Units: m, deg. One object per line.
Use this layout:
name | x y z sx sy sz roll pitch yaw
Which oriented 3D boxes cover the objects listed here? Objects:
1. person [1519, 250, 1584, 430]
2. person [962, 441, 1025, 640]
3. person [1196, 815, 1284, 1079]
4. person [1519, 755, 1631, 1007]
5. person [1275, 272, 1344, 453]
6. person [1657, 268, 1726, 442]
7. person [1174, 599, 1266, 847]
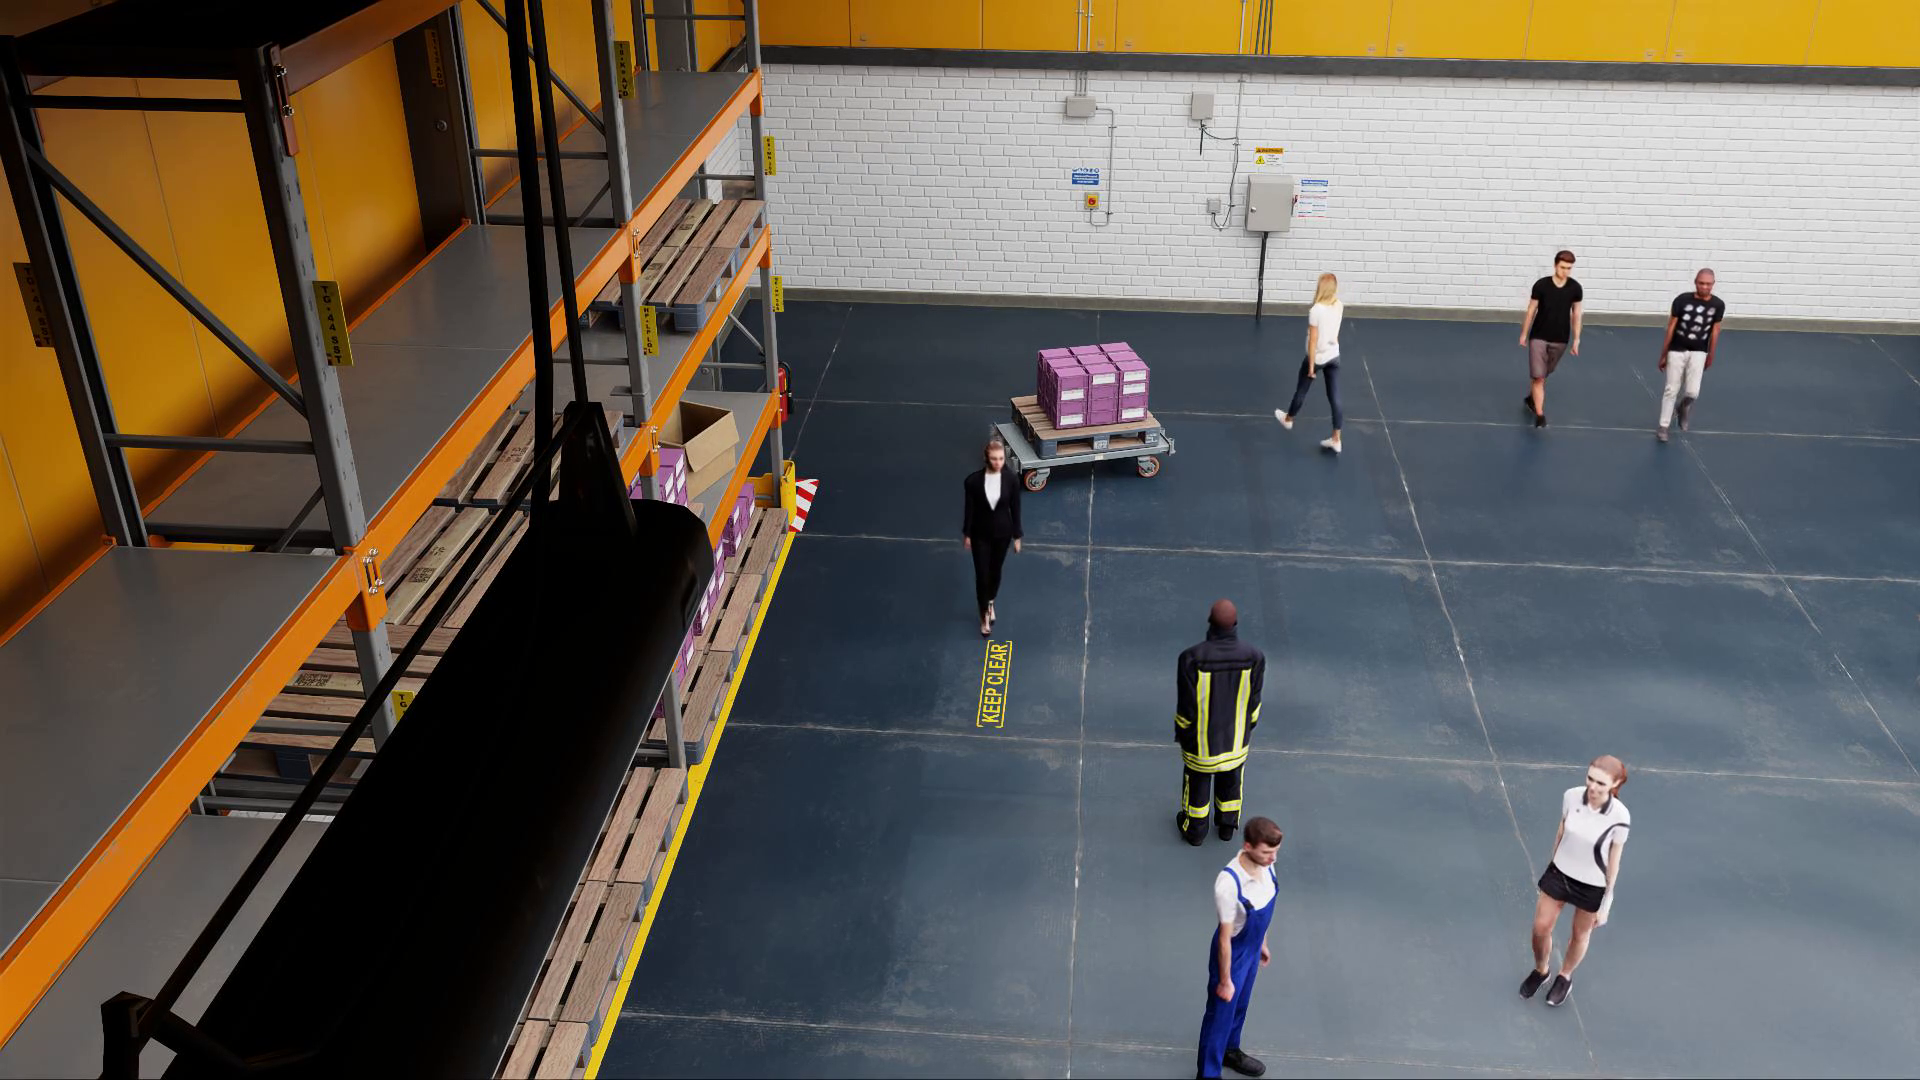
person | 5.994 -2.086 16.961 0.682 1.813 1.158 3 29 5
person | 0.237 -0.062 13.383 0.718 1.686 0.763 -4 29 -7
person | 1.506 2.230 9.012 0.784 1.849 0.688 21 35 33
person | 3.633 1.951 9.637 0.721 1.740 0.774 22 36 35
person | 3.618 -1.709 16.315 0.994 1.769 1.215 -13 31 -22
person | 7.251 -1.880 16.605 0.755 1.792 0.816 10 30 18
person | 1.683 1.188 10.952 0.801 1.821 0.742 -3 29 -6
